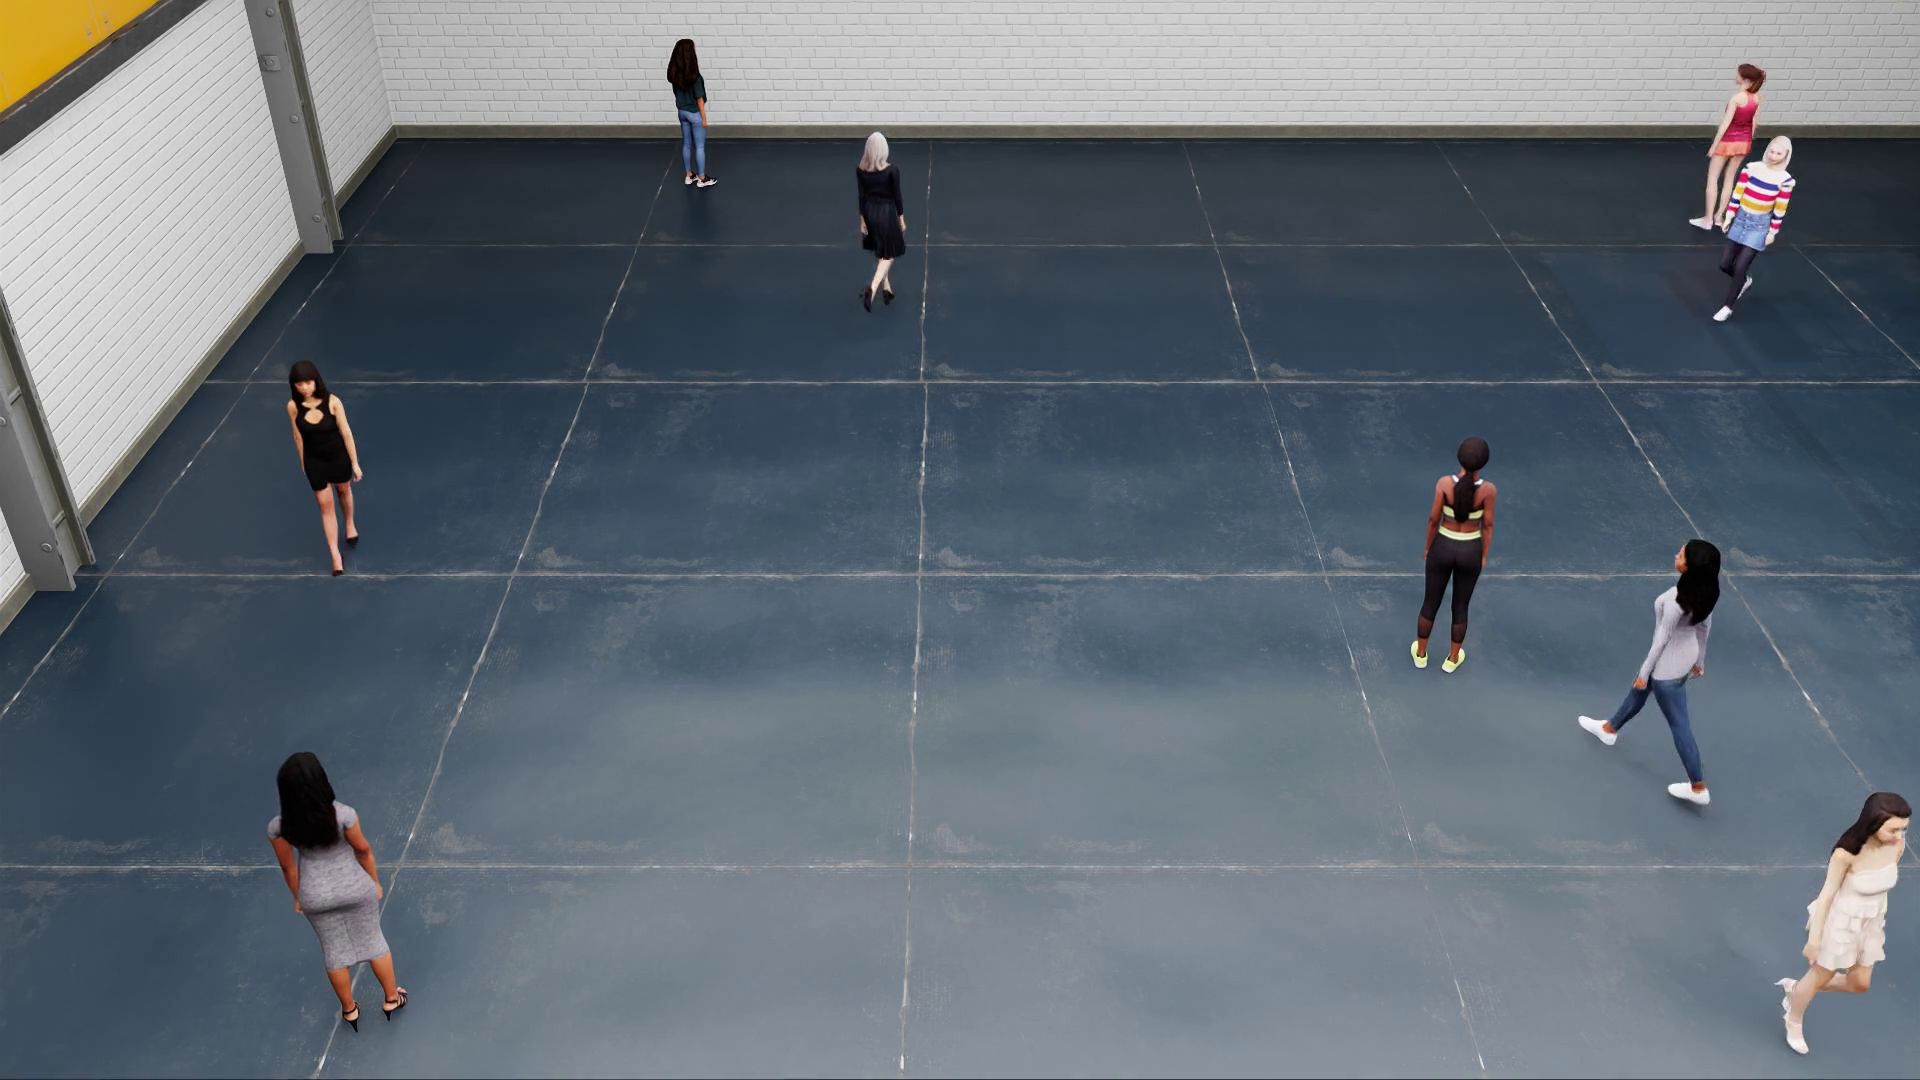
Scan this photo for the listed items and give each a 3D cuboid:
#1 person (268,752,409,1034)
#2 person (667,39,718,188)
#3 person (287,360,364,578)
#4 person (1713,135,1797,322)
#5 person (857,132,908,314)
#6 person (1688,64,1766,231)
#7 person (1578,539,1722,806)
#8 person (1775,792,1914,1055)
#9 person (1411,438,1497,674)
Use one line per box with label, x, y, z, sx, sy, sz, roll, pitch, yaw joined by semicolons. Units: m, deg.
person;-3.127;1.786;8.359;0.634;1.781;0.598;-8;35;-12
person;-2.951;-4.688;18.247;0.711;1.617;0.756;22;39;29
person;-4.586;-0.607;12.112;0.754;1.613;1.063;-9;35;-13
person;7.372;-2.902;15.403;0.969;1.793;0.920;-24;41;-32
person;-0.751;-2.899;15.460;0.836;1.723;1.075;12;35;17
person;8.009;-4.094;17.246;0.691;1.736;0.650;-1;34;-2
person;4.324;0.816;9.905;1.104;1.686;1.245;-24;40;-31
person;4.347;1.868;8.289;0.665;1.723;0.718;-8;35;-12
person;3.248;0.106;10.911;0.616;1.755;0.607;10;35;15
